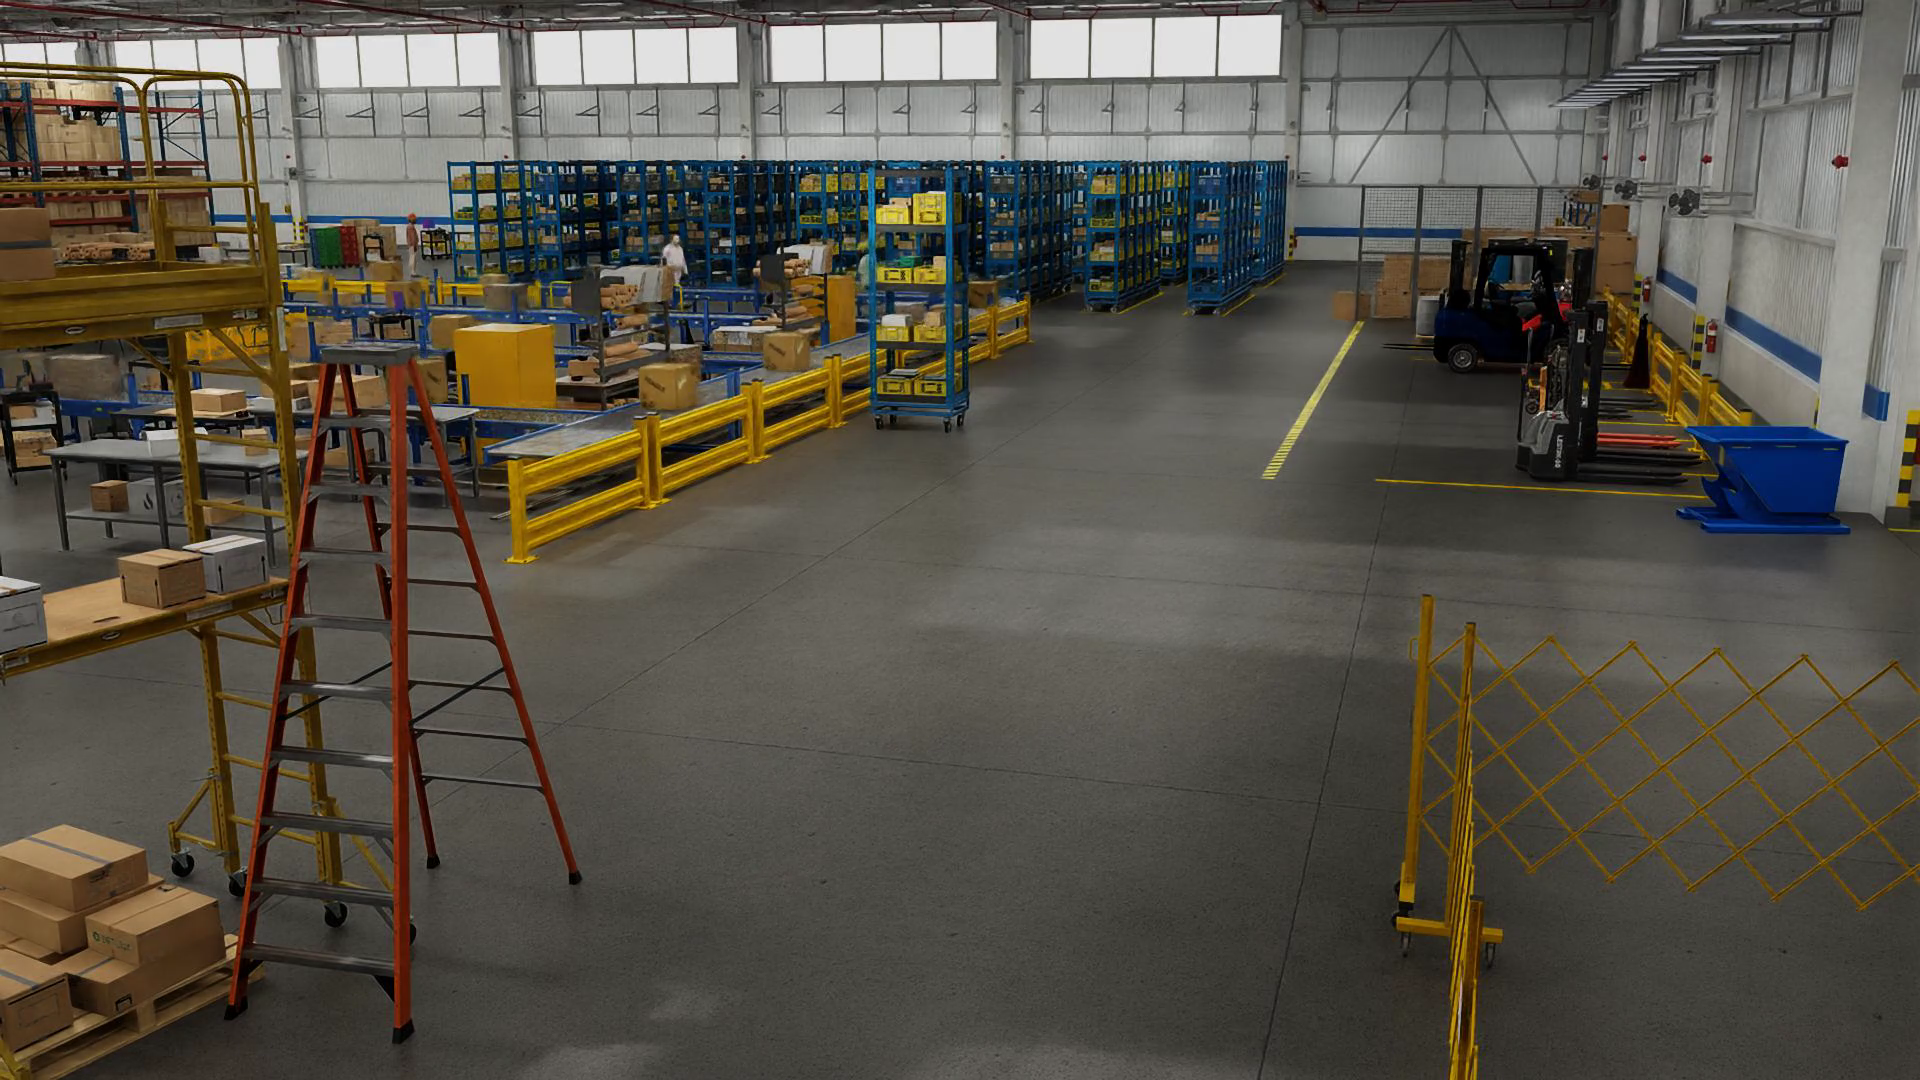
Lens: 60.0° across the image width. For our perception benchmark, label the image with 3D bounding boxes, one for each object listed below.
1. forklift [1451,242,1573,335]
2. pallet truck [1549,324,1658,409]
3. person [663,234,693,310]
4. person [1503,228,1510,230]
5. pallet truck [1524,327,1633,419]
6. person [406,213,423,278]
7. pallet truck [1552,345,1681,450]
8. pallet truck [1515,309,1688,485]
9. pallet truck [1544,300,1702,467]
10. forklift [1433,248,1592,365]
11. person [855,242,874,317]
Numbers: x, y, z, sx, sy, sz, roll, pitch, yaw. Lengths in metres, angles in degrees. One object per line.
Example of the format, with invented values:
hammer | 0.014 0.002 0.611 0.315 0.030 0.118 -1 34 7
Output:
forklift | 10.464 -4.597 31.405 2.680 1.987 1.157 4 14 16
pallet truck | 9.824 -2.669 25.407 1.601 1.201 0.680 4 14 16
person | -6.966 -6.604 41.026 0.980 1.851 0.674 7 15 29
person | 14.759 -7.499 44.972 0.573 1.831 0.408 0 13 1
pallet truck | 9.065 -2.460 24.370 1.522 1.261 0.704 3 13 14
person | -17.019 -9.160 51.774 0.377 1.995 0.608 -7 15 -27
pallet truck | 8.641 -1.896 21.908 1.630 1.274 0.653 4 14 16
pallet truck | 7.554 -1.677 19.446 1.885 1.965 0.823 3 13 14
pallet truck | 8.263 -1.952 20.631 1.885 1.965 0.823 5 14 20
forklift | 9.780 -4.111 29.280 2.680 1.987 1.157 3 13 14
person | -2.250 -5.947 38.312 0.657 1.809 0.615 2 13 8
